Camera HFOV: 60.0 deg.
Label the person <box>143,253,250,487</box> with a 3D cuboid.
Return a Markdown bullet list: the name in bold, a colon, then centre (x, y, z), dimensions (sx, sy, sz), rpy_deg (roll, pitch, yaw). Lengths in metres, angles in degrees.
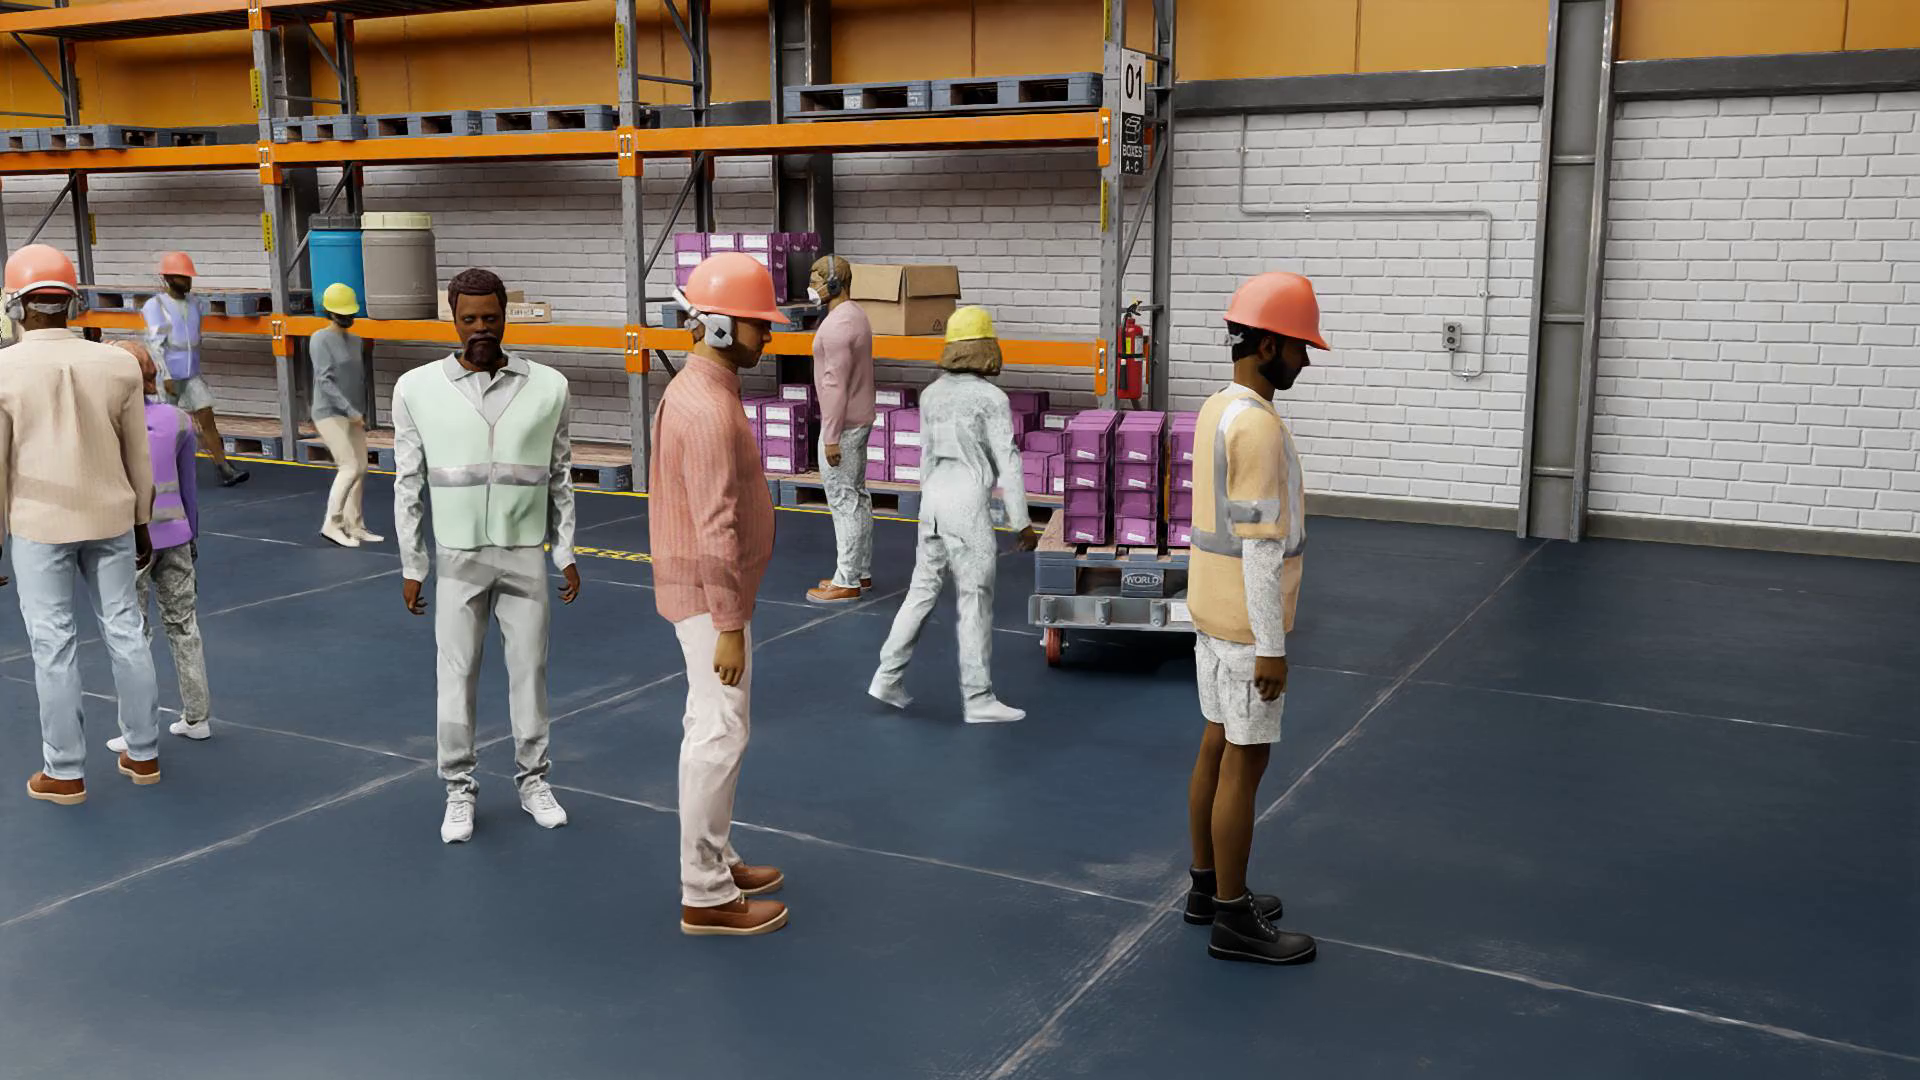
- **person**: centre (-6.197, -1.340, 13.329), dimensions (0.994, 1.883, 0.562), rpy_deg (5, 12, 27)

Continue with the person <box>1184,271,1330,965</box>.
- **person**: centre (0.830, 0.218, 4.688), dimensions (0.370, 1.928, 0.543), rpy_deg (-1, 10, -5)

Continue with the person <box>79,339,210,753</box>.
- **person**: centre (-3.210, 0.029, 6.542), dimensions (0.317, 1.629, 0.508), rpy_deg (5, 12, 27)

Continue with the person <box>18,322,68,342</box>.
- **person**: centre (-7.625, -1.400, 13.873), dimensions (0.447, 1.823, 0.659), rpy_deg (-1, 10, -3)

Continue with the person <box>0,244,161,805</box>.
- **person**: centre (-3.212, -0.051, 5.975), dimensions (0.393, 1.995, 0.612), rpy_deg (9, 14, 41)

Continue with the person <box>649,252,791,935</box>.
- **person**: centre (-0.685, 0.169, 4.827), dimensions (0.411, 1.980, 0.625), rpy_deg (-2, 11, -13)

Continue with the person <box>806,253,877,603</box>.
- **person**: centre (-0.655, -0.614, 9.246), dimensions (0.376, 1.933, 0.625), rpy_deg (1, 10, 7)

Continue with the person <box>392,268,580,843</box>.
- **person**: centre (-1.596, 0.048, 5.643), dimensions (0.597, 1.918, 0.382), rpy_deg (-5, 11, -25)

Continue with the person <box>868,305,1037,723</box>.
- **person**: centre (-0.012, -0.088, 6.885), dimensions (0.482, 1.745, 0.669), rpy_deg (-9, 14, -40)

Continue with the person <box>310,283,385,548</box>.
- **person**: centre (-3.977, -0.796, 10.793), dimensions (0.433, 1.732, 0.532), rpy_deg (3, 11, 15)
